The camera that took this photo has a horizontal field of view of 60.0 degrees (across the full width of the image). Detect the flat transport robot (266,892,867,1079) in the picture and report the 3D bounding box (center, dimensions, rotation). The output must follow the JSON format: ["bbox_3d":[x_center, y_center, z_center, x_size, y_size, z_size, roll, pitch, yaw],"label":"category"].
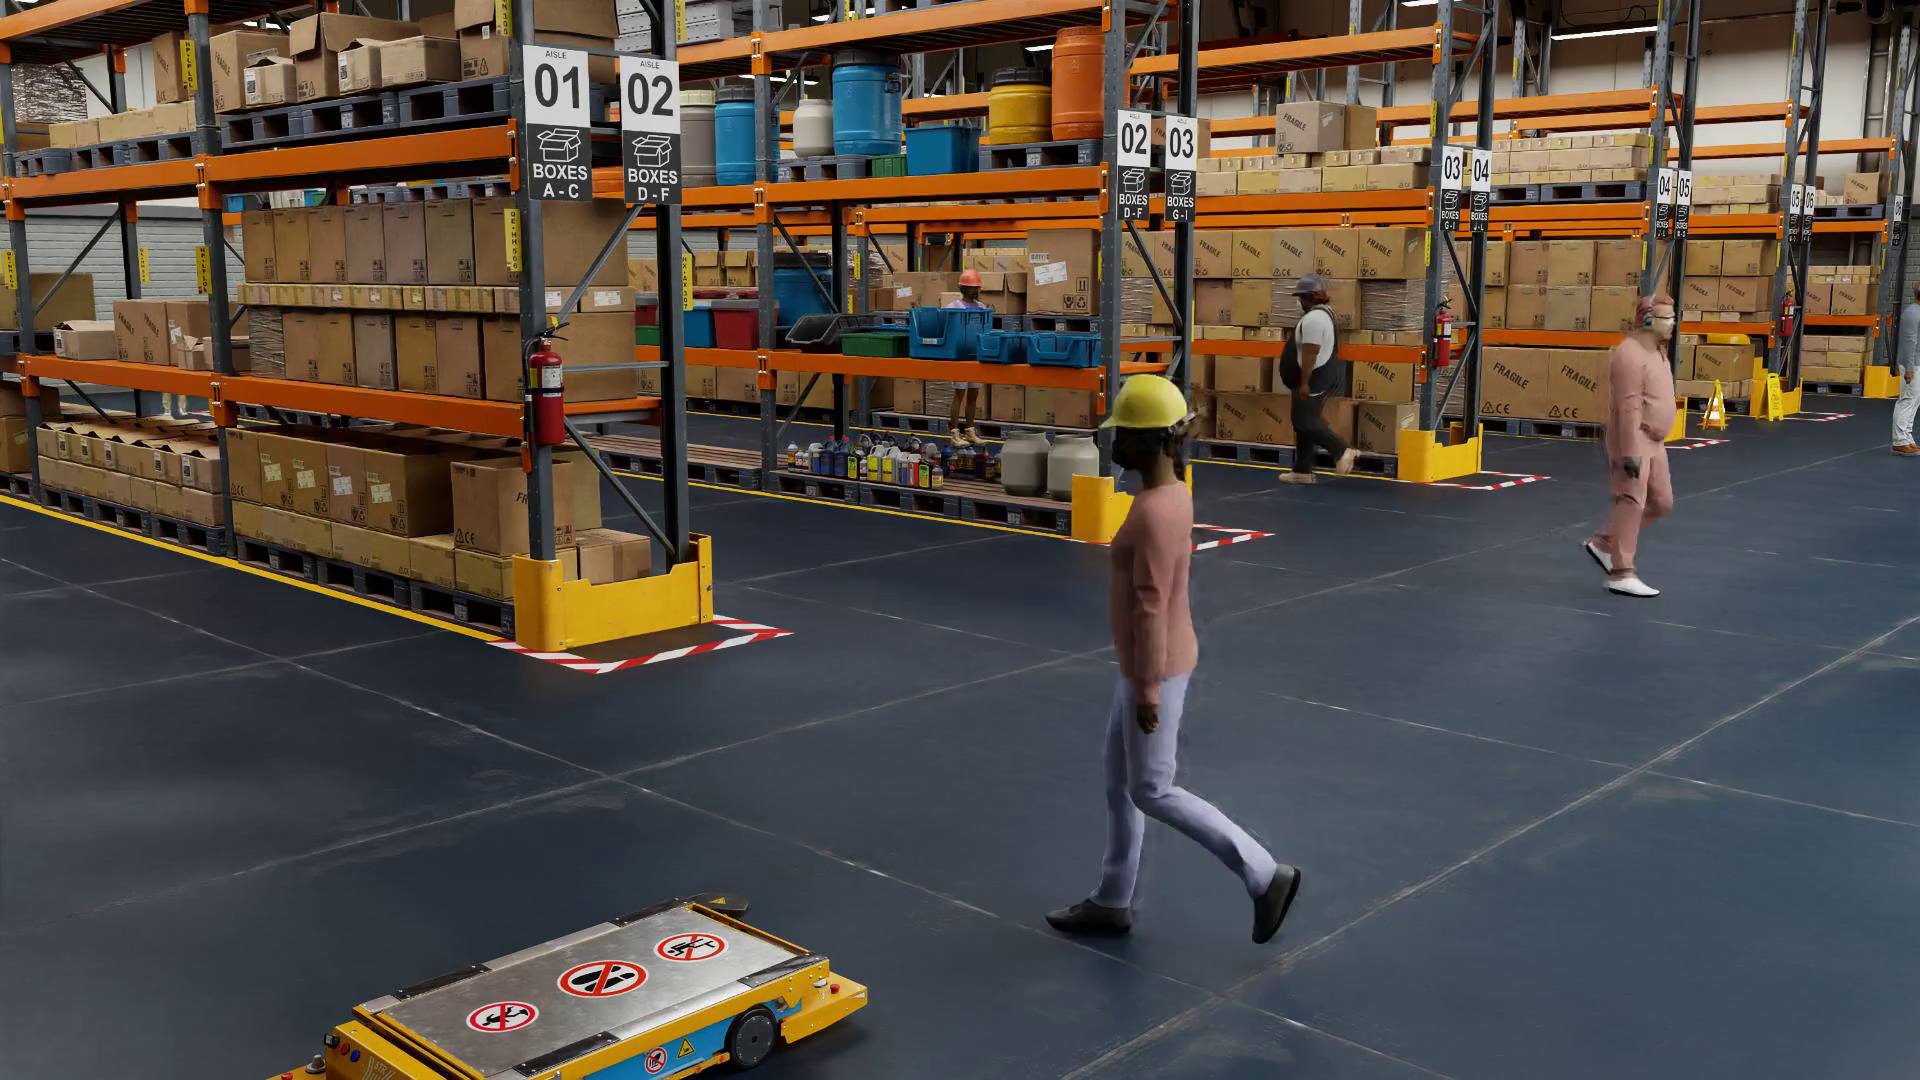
[{"bbox_3d":[-0.980,1.246,4.283,0.652,0.197,1.431,9,13,43],"label":"flat transport robot"}]

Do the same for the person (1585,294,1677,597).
[{"bbox_3d":[4.268,-0.595,10.497,0.462,1.896,0.657,8,12,39],"label":"person"}]

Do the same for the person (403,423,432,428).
[{"bbox_3d":[-5.445,-1.549,16.676,0.984,1.783,0.495,5,11,28],"label":"person"}]

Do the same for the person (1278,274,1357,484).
[{"bbox_3d":[3.394,-1.519,15.824,0.705,2.000,0.691,3,10,20],"label":"person"}]

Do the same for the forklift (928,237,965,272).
[{"bbox_3d":[-0.326,-5.817,39.609,1.129,2.768,1.873,9,13,43],"label":"forklift"}]

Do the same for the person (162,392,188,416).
[{"bbox_3d":[-10.939,-2.504,23.048,0.543,1.603,0.706,-6,11,-31],"label":"person"}]

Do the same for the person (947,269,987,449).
[{"bbox_3d":[0.112,-2.081,19.141,0.387,2.039,0.616,9,13,43],"label":"person"}]

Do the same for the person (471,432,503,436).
[{"bbox_3d":[-4.232,-1.191,14.927,0.265,1.632,0.508,9,13,43],"label":"person"}]

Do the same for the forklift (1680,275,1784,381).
[{"bbox_3d":[12.480,-3.427,27.053,1.214,2.155,2.313,9,13,43],"label":"forklift"}]

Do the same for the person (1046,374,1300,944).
[{"bbox_3d":[0.646,0.376,4.987,0.713,1.746,0.528,2,9,12],"label":"person"}]

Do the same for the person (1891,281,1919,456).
[{"bbox_3d":[10.566,-1.907,18.384,0.355,1.938,0.637,9,13,43],"label":"person"}]
